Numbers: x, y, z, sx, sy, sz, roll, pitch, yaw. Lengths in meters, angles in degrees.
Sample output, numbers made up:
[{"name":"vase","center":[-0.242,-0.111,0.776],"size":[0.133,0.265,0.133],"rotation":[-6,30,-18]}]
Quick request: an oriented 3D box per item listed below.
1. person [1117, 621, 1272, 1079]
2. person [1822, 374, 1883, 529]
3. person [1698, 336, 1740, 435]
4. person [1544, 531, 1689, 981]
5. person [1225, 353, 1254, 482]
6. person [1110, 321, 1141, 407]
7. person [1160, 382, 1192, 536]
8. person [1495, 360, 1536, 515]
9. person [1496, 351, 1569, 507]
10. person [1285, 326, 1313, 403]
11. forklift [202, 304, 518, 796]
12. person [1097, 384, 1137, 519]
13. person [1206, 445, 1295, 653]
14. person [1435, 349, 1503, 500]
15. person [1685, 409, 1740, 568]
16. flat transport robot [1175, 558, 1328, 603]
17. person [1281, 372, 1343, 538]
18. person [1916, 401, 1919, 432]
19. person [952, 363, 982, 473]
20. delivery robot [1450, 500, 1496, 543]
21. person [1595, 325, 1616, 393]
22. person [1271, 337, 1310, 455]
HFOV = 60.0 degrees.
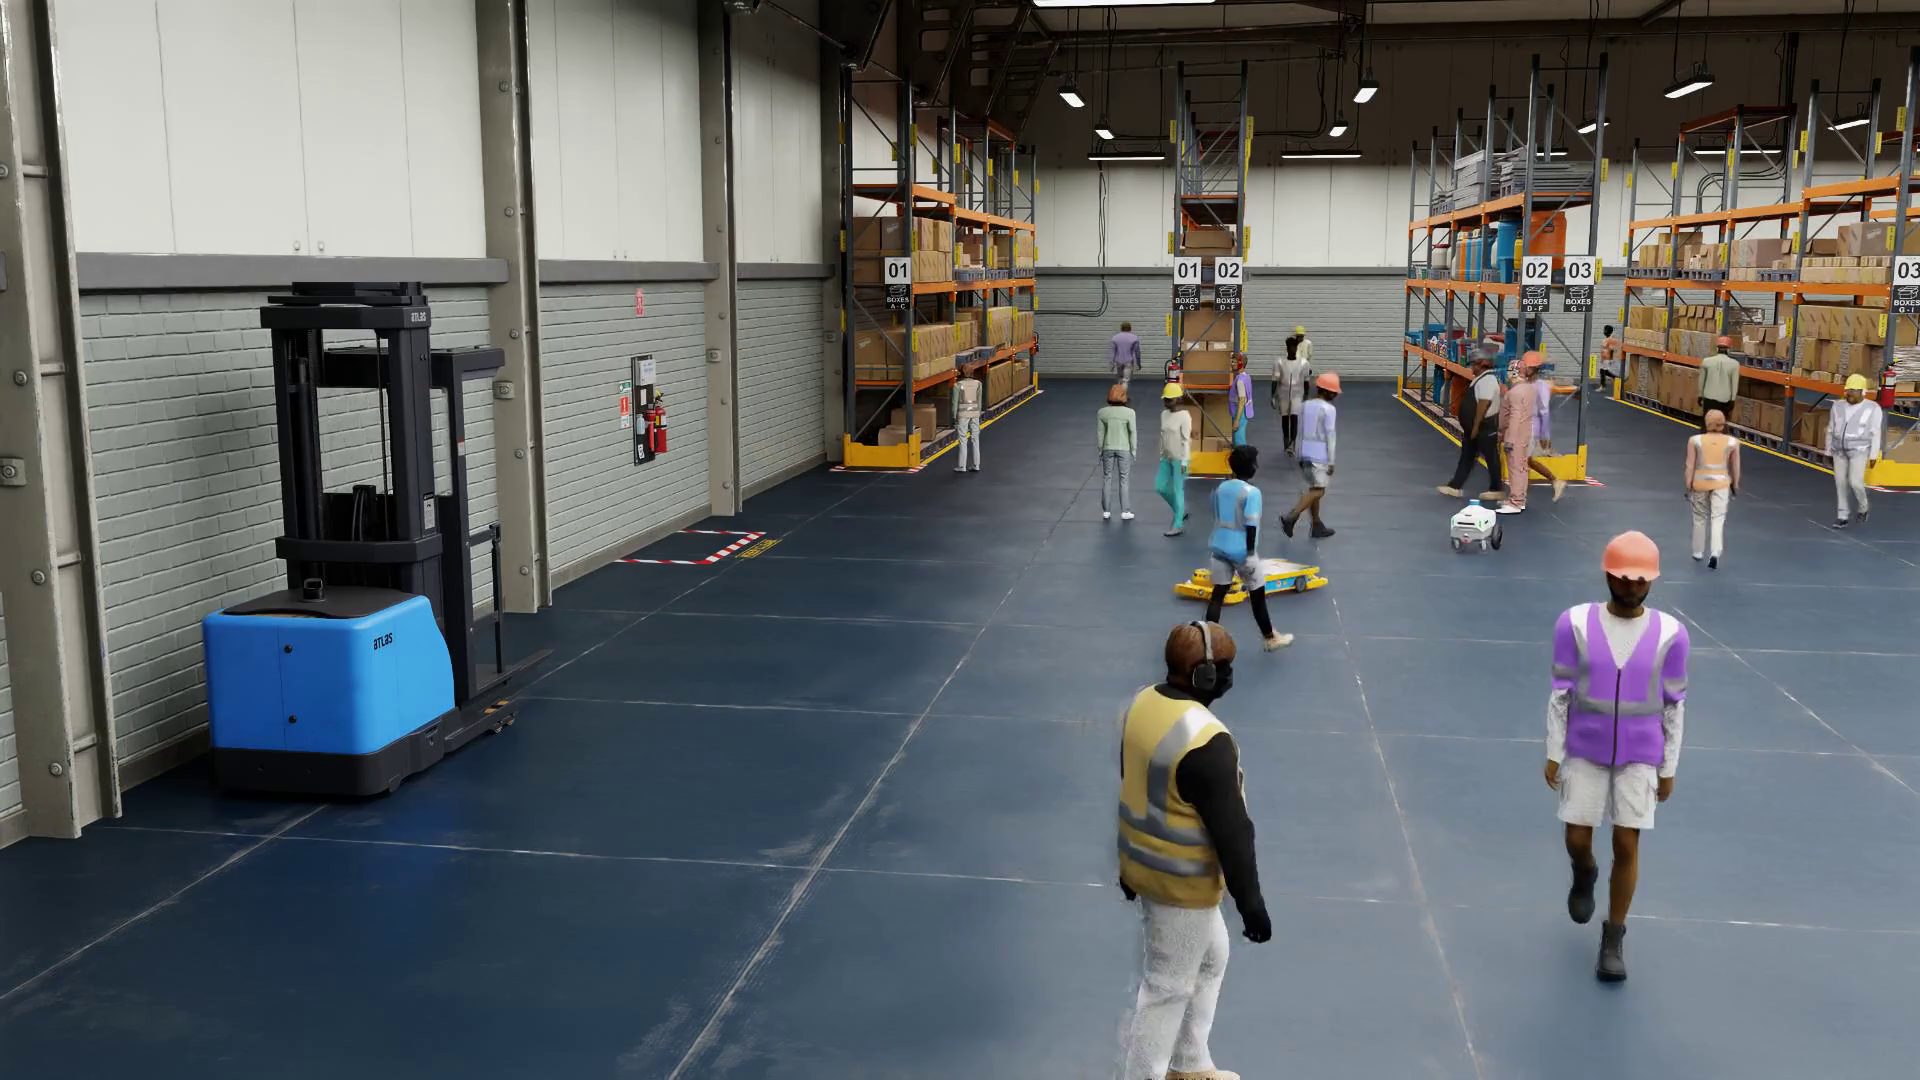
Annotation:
[{"name":"person","center":[0.843,1.179,5.797],"size":[0.667,1.819,0.638],"rotation":[-2,9,-11]},{"name":"person","center":[10.429,-1.038,19.478],"size":[0.409,1.819,0.594],"rotation":[-6,11,-34]},{"name":"person","center":[12.292,-2.329,27.000],"size":[0.610,1.961,0.889],"rotation":[5,10,28]},{"name":"person","center":[2.834,0.892,7.214],"size":[0.561,1.925,0.599],"rotation":[3,10,20]},{"name":"person","center":[3.979,-1.729,23.621],"size":[0.390,1.848,0.565],"rotation":[2,9,11]},{"name":"person","center":[3.693,-3.893,36.846],"size":[0.639,1.882,1.026],"rotation":[4,10,26]},{"name":"person","center":[2.436,-0.920,18.937],"size":[0.390,1.751,0.551],"rotation":[-6,11,-32]},{"name":"person","center":[6.890,-1.281,20.679],"size":[0.401,1.910,0.641],"rotation":[6,11,33]},{"name":"person","center":[7.327,-1.405,21.132],"size":[0.889,2.013,0.607],"rotation":[-1,9,-3]},{"name":"person","center":[7.396,-3.741,36.169],"size":[0.629,1.798,0.824],"rotation":[0,9,-3]},{"name":"forklift","center":[-3.673,-0.038,10.147],"size":[1.129,2.768,1.873],"rotation":[1,9,9]},{"name":"person","center":[1.910,-1.073,20.231],"size":[0.500,1.635,0.287],"rotation":[4,10,21]},{"name":"person","center":[2.254,0.086,12.971],"size":[0.819,1.656,0.557],"rotation":[-5,10,-27]},{"name":"person","center":[6.780,-1.530,21.933],"size":[0.920,2.000,0.693],"rotation":[0,9,2]},{"name":"person","center":[7.701,-0.538,17.028],"size":[0.528,1.603,0.829],"rotation":[3,10,19]},{"name":"flat transport robot","center":[2.758,0.367,15.674],"size":[1.431,0.197,0.652],"rotation":[-7,12,-39]},{"name":"person","center":[3.939,-0.938,18.621],"size":[0.806,1.900,0.566],"rotation":[-5,10,-27]},{"name":"person","center":[16.300,-2.430,27.832],"size":[0.581,1.882,0.339],"rotation":[1,9,8]},{"name":"person","center":[0.108,-1.834,24.943],"size":[0.508,1.629,0.315],"rotation":[-5,10,-28]},{"name":"delivery robot","center":[5.549,-0.194,17.972],"size":[0.477,0.478,0.707],"rotation":[5,10,29]},{"name":"person","center":[16.046,-4.477,41.090],"size":[0.540,1.682,0.540],"rotation":[0,9,1]},{"name":"person","center":[5.455,-2.387,27.482],"size":[0.611,1.913,1.033],"rotation":[2,9,13]}]
